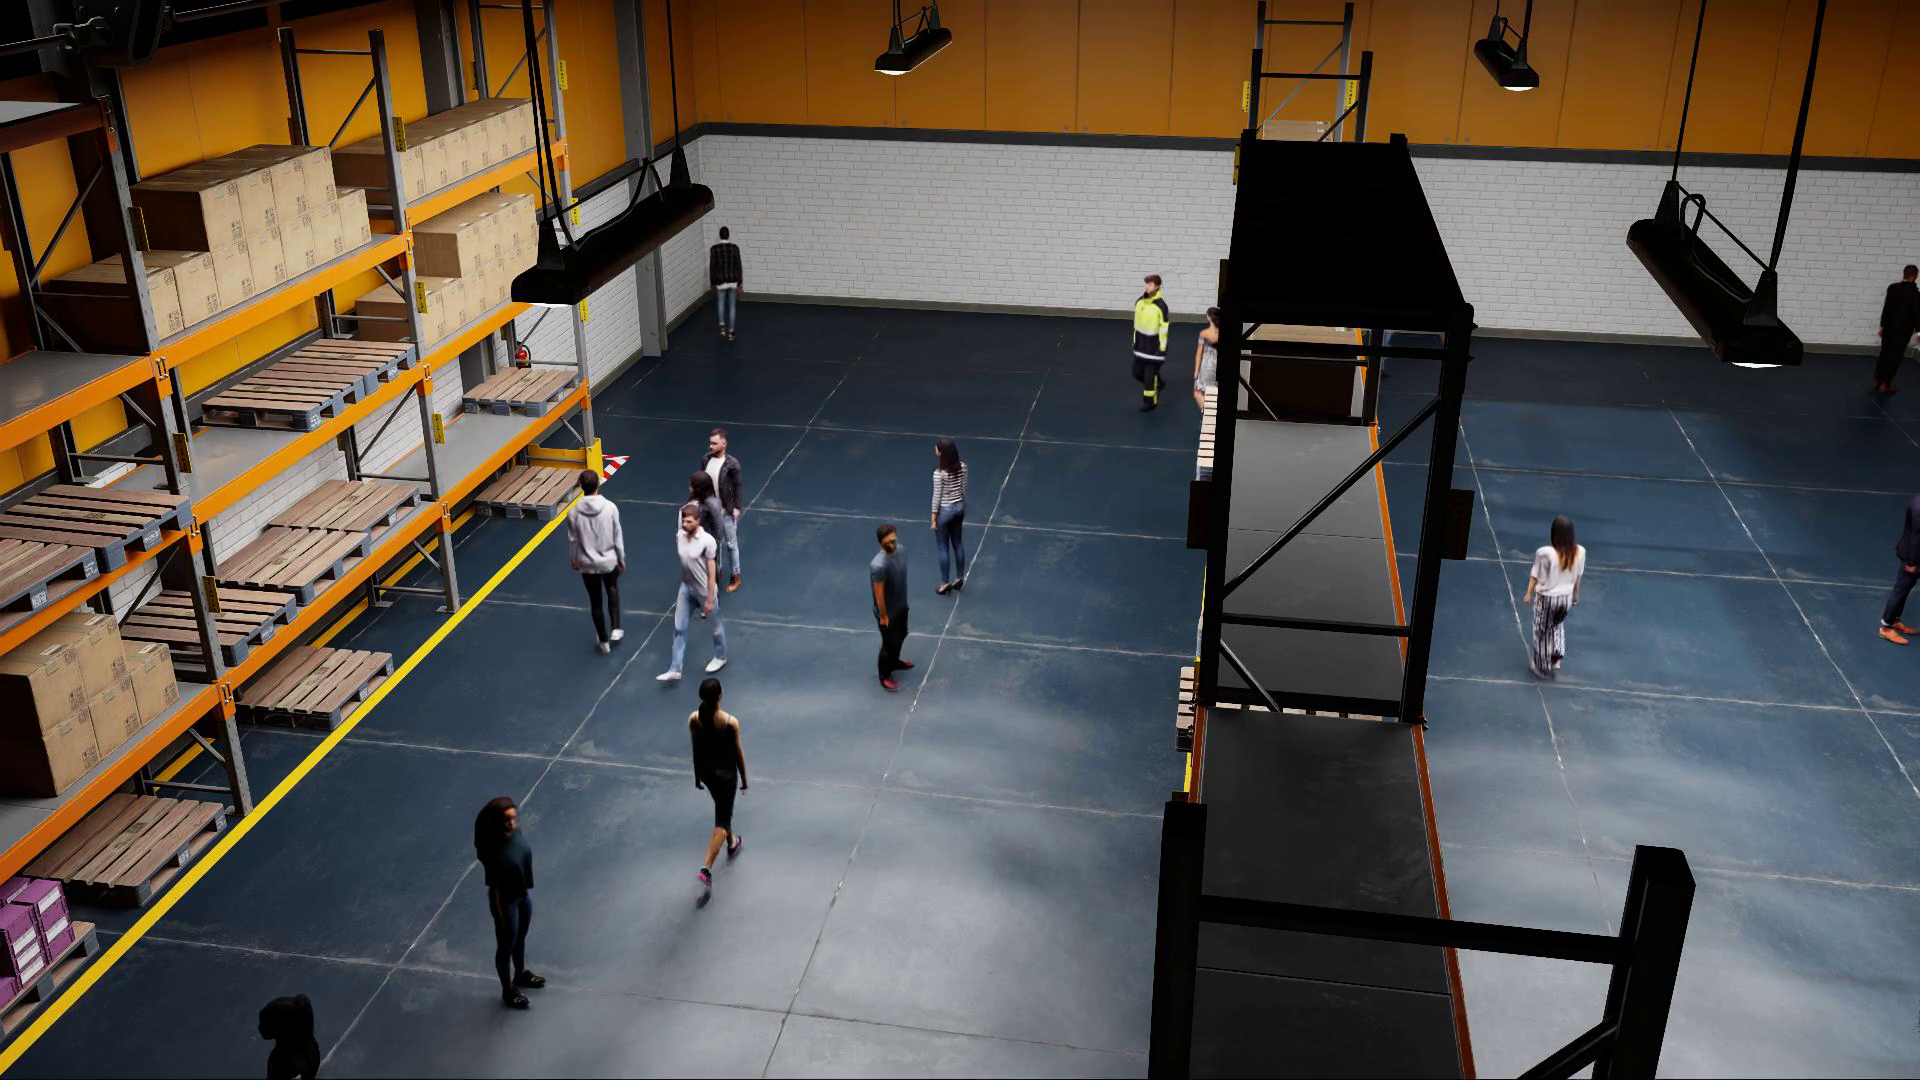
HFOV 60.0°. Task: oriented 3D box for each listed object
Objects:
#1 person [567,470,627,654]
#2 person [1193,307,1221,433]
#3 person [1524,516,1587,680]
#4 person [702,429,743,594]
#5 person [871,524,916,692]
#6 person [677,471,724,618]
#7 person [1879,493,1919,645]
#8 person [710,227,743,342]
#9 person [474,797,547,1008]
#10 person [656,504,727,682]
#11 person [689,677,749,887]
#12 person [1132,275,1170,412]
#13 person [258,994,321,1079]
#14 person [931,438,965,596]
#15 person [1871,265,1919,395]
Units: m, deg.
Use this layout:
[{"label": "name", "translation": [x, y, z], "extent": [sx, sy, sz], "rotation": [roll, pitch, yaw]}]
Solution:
[{"label": "person", "translation": [-3.603, 0.252, 16.607], "extent": [0.803, 1.913, 0.809], "rotation": [-7, 25, -16]}, {"label": "person", "translation": [3.409, -2.258, 22.474], "extent": [0.822, 1.812, 0.890], "rotation": [-12, 26, -26]}, {"label": "person", "translation": [5.790, 0.589, 16.142], "extent": [0.792, 1.667, 0.812], "rotation": [-5, 24, -11]}, {"label": "person", "translation": [-2.589, -0.344, 18.066], "extent": [0.720, 1.836, 0.666], "rotation": [12, 26, 26]}, {"label": "person", "translation": [-0.680, 0.624, 15.939], "extent": [0.968, 1.765, 0.671], "rotation": [5, 24, 12]}, {"label": "person", "translation": [-2.717, 0.016, 17.532], "extent": [0.853, 1.603, 0.803], "rotation": [-18, 29, -35]}, {"label": "person", "translation": [9.731, 0.145, 16.970], "extent": [0.845, 1.817, 0.736], "rotation": [20, 31, 38]}, {"label": "person", "translation": [-3.750, -4.094, 26.683], "extent": [0.738, 1.805, 0.756], "rotation": [-1, 24, -3]}, {"label": "person", "translation": [-3.186, 2.527, 11.774], "extent": [0.689, 1.614, 0.567], "rotation": [8, 25, 17]}, {"label": "person", "translation": [-2.477, 0.470, 16.223], "extent": [0.932, 1.821, 1.143], "rotation": [15, 28, 30]}, {"label": "person", "translation": [-1.932, 1.918, 13.067], "extent": [0.634, 1.696, 1.100], "rotation": [6, 24, 14]}, {"label": "person", "translation": [2.762, -2.807, 23.539], "extent": [1.047, 1.965, 0.988], "rotation": [-18, 29, -35]}, {"label": "person", "translation": [-3.771, 3.382, 9.708], "extent": [1.081, 1.703, 1.123], "rotation": [-11, 26, -23]}, {"label": "person", "translation": [-0.115, -0.249, 17.903], "extent": [0.621, 1.793, 0.715], "rotation": [-21, 31, -39]}, {"label": "person", "translation": [13.620, -3.053, 24.185], "extent": [0.901, 1.899, 0.812], "rotation": [-9, 25, -19]}]
